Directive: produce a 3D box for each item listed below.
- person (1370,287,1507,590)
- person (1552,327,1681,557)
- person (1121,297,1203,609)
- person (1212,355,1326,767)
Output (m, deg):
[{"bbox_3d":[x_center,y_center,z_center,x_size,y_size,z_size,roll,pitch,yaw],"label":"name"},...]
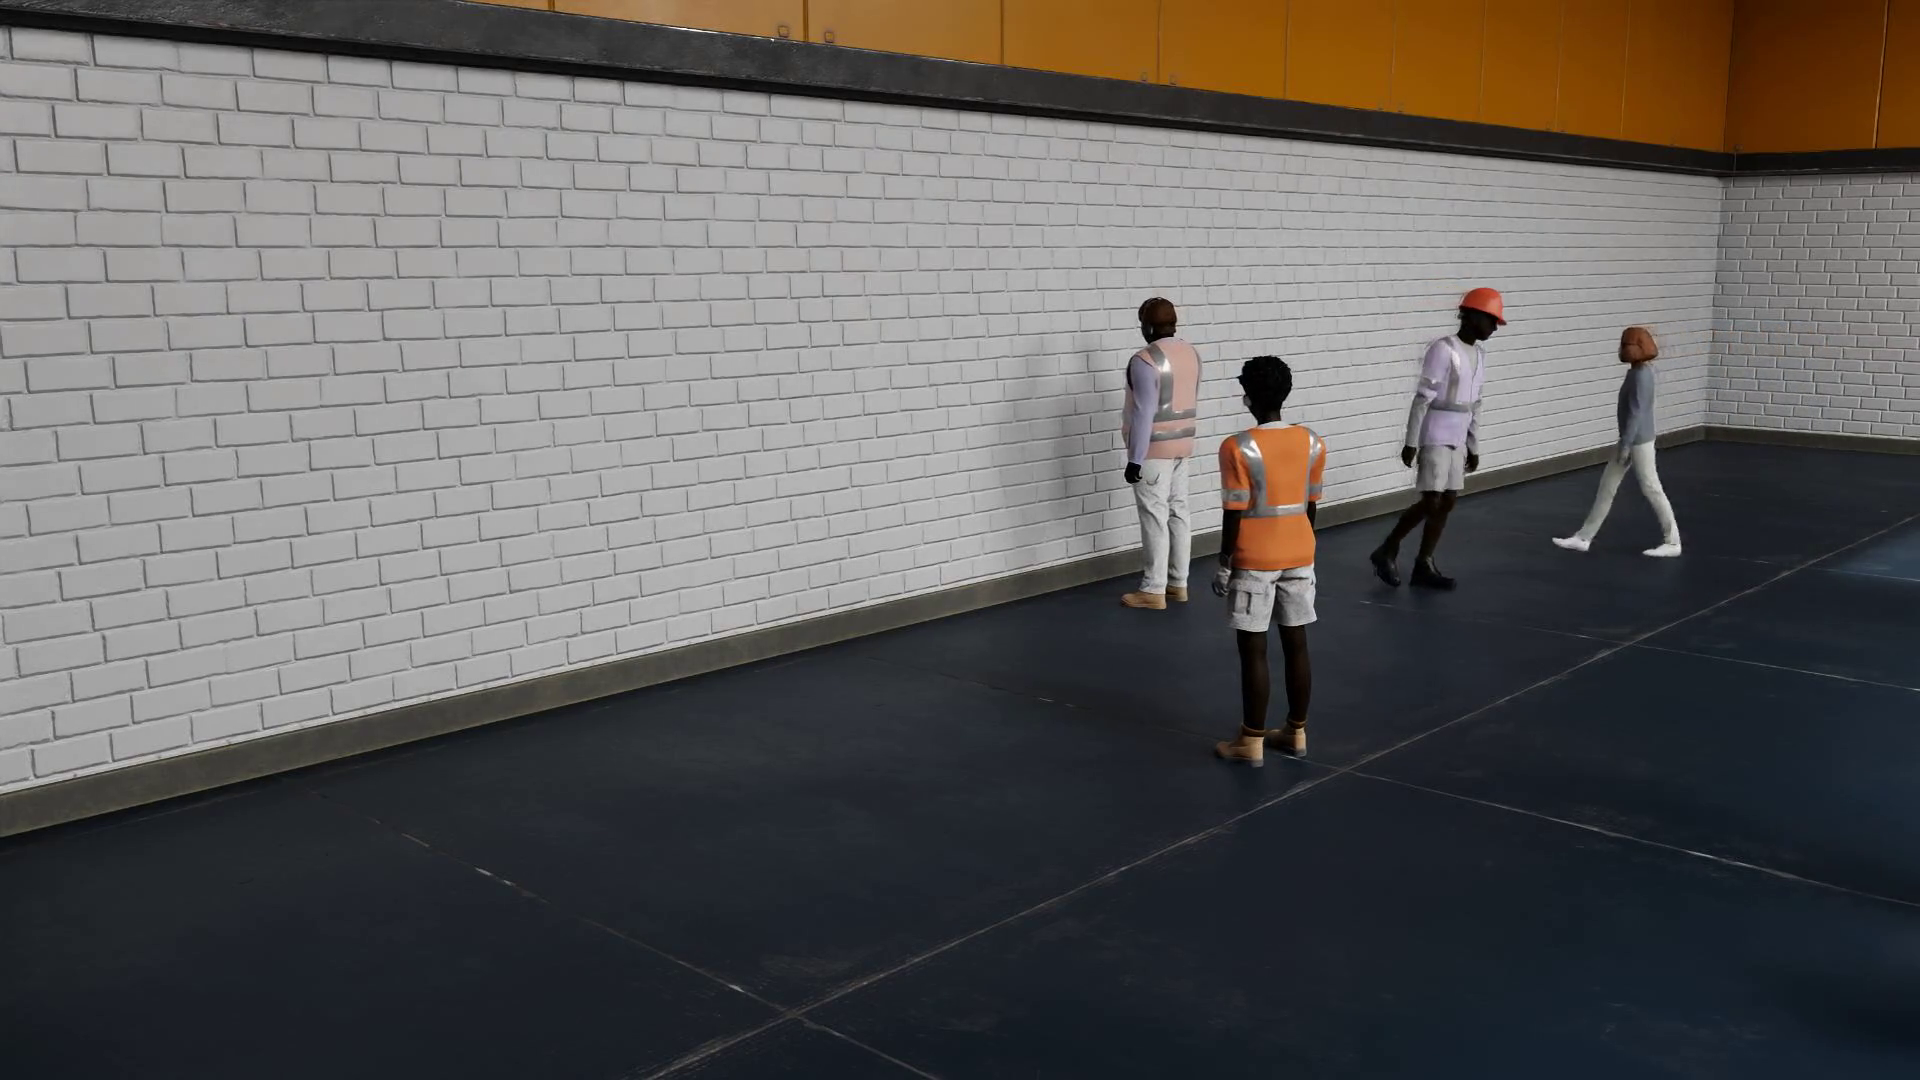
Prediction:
[{"bbox_3d":[2.992,-0.620,10.349,0.605,1.887,0.676,-9,14,-43],"label":"person"},{"bbox_3d":[4.622,-0.674,11.502,0.847,1.582,0.515,3,10,14],"label":"person"},{"bbox_3d":[1.171,-0.512,9.872,0.430,1.840,0.625,8,13,39],"label":"person"},{"bbox_3d":[1.266,0.090,6.859,0.533,1.692,0.322,-6,11,-30],"label":"person"}]
